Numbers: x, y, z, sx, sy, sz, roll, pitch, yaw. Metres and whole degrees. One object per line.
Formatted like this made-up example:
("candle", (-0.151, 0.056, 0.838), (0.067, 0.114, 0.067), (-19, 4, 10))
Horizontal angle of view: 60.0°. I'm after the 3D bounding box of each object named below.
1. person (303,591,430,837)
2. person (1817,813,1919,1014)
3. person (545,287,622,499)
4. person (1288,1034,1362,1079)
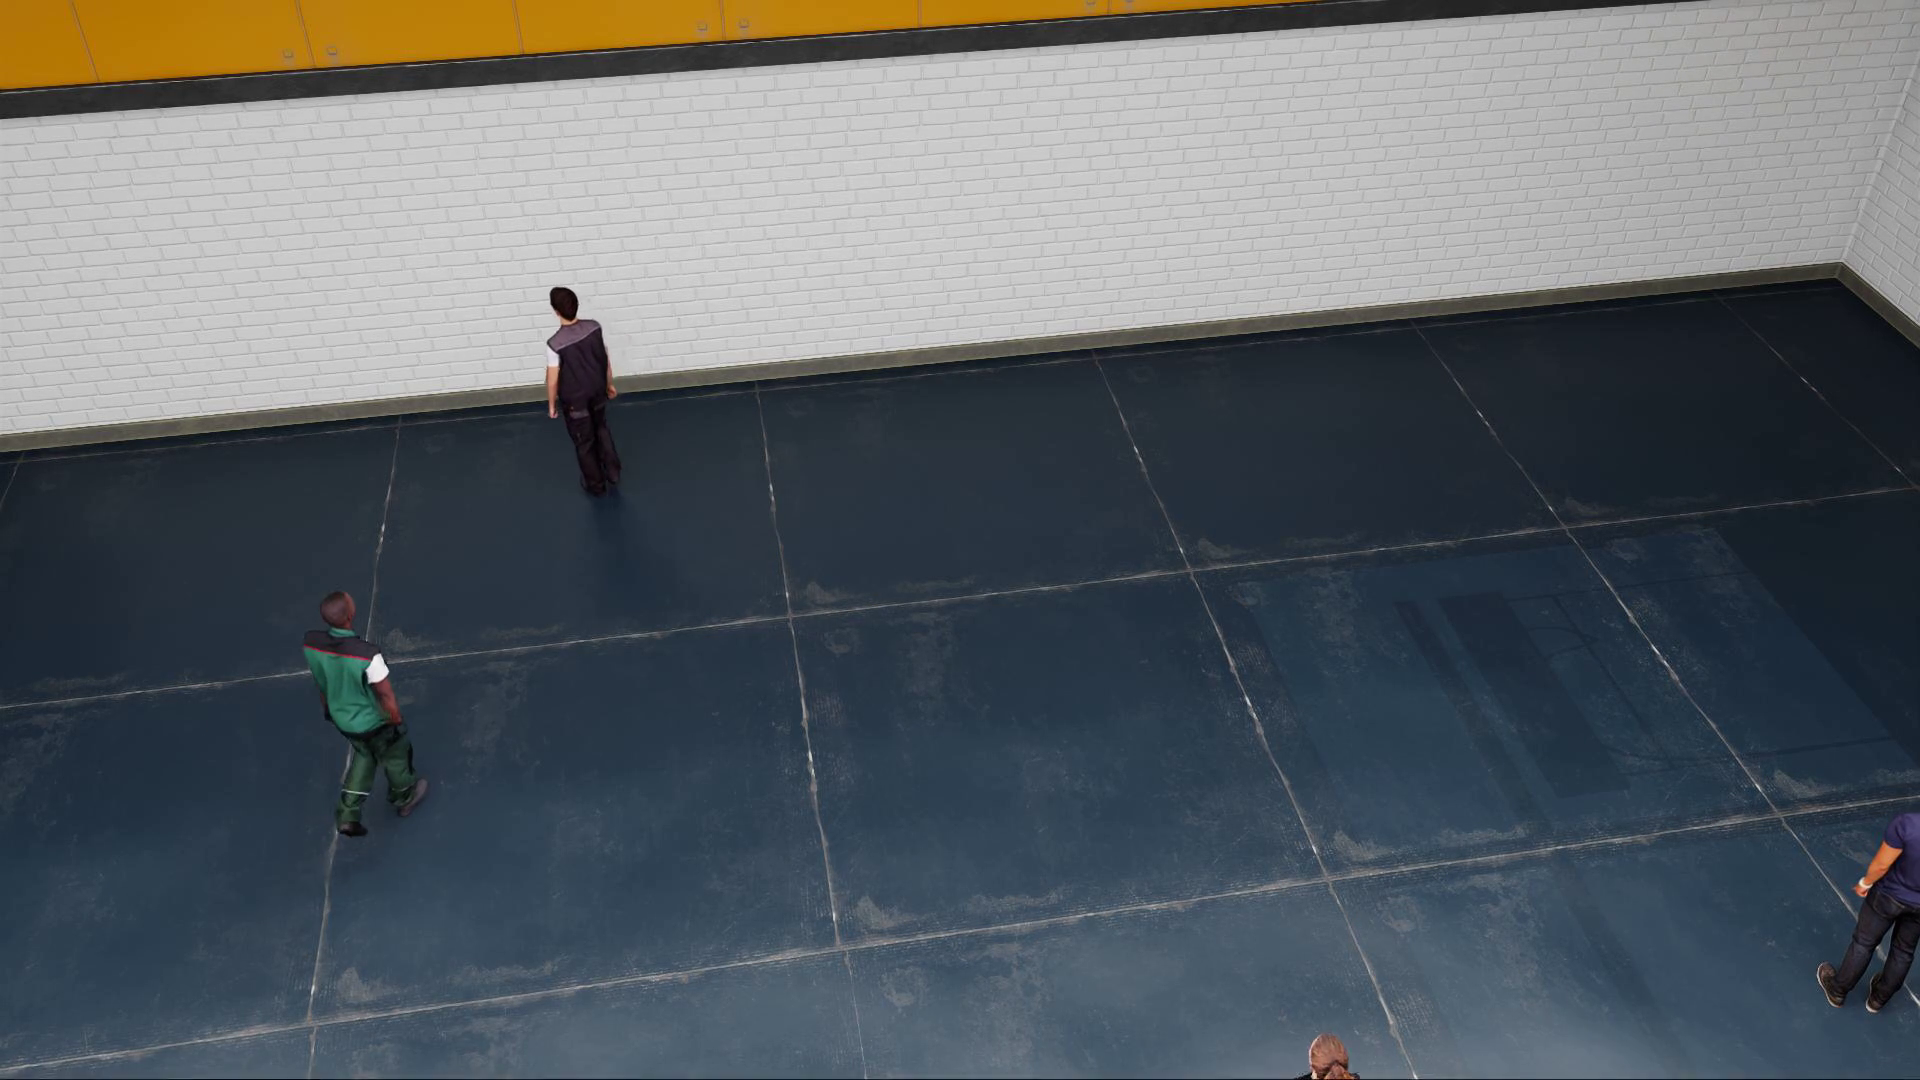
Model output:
("person", (-3.584, 1.094, 9.905), (0.944, 1.824, 1.083), (12, 40, 15))
("person", (5.082, 1.900, 8.921), (0.713, 1.793, 0.680), (9, 40, 11))
("person", (-2.807, -1.073, 12.603), (0.797, 1.844, 0.814), (-30, 47, -32))
("person", (1.644, 2.921, 7.721), (0.682, 1.695, 1.198), (-1, 39, -1))
